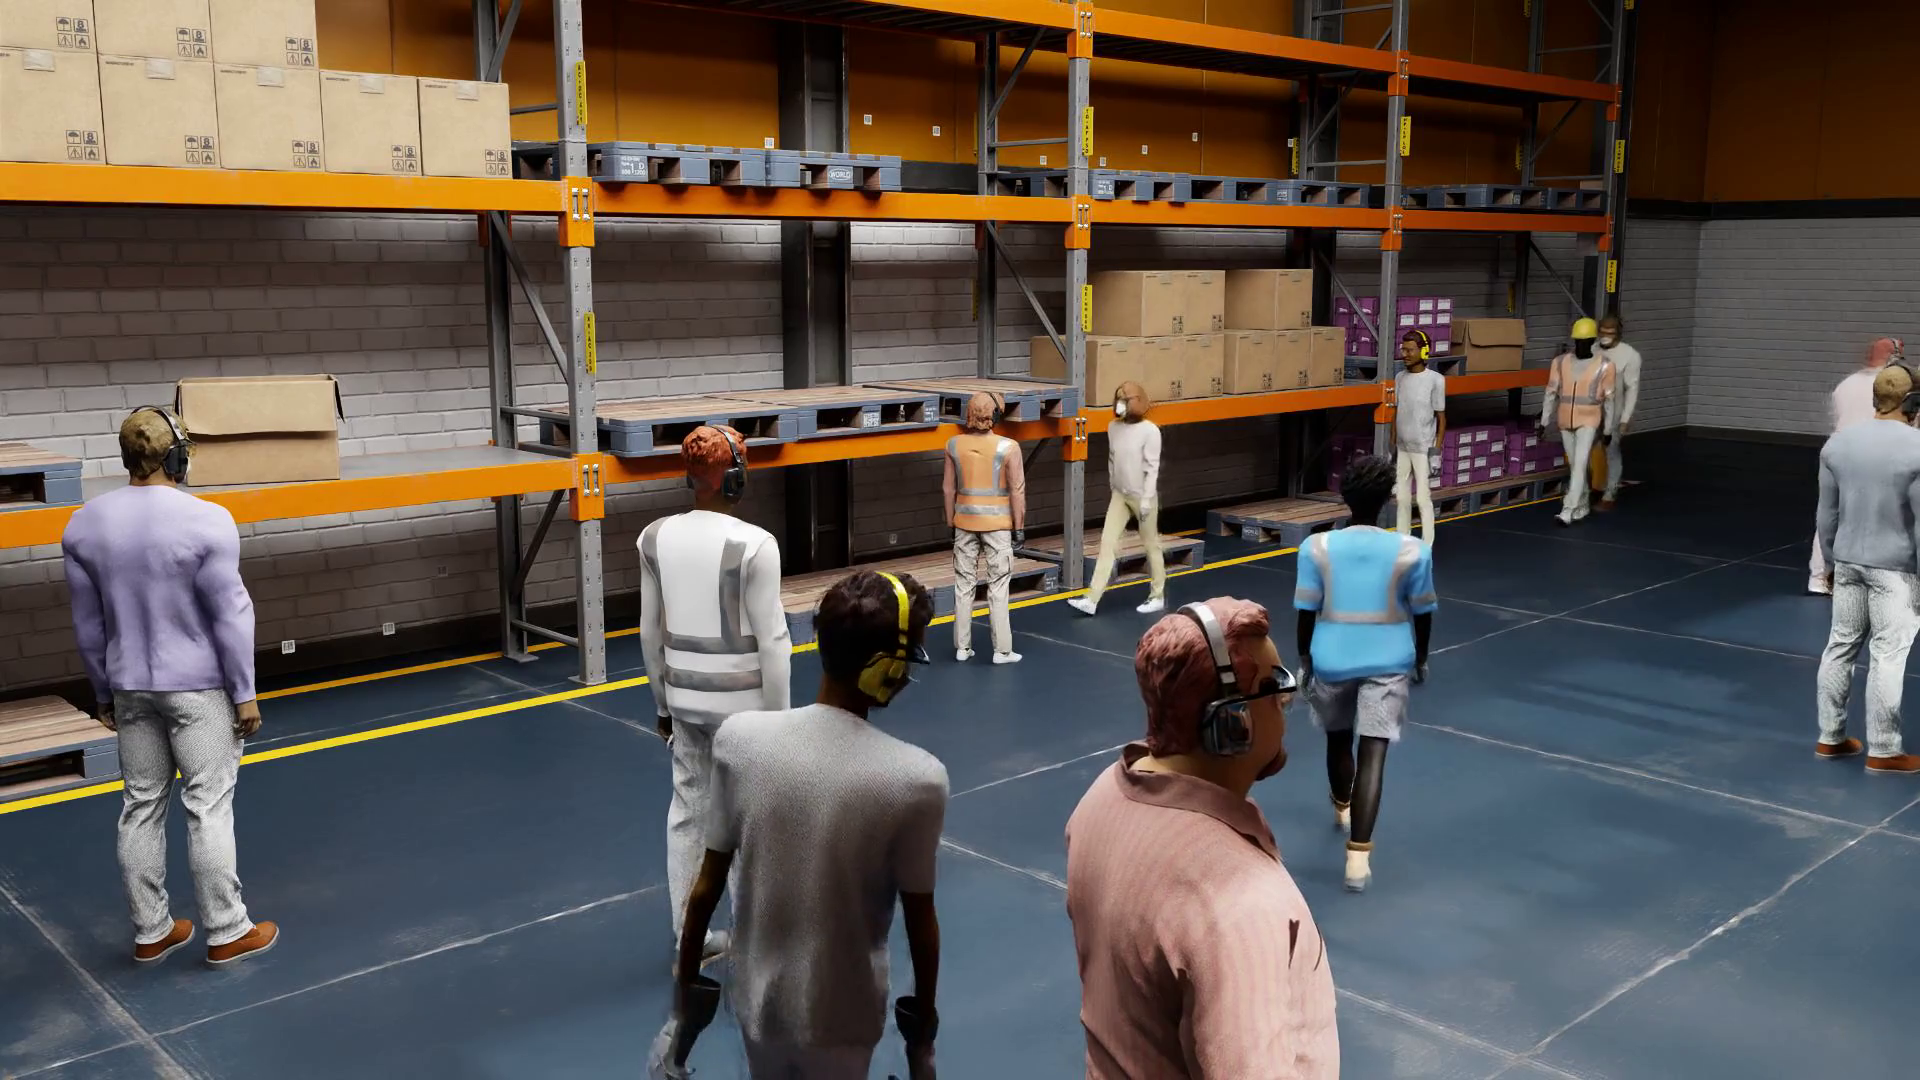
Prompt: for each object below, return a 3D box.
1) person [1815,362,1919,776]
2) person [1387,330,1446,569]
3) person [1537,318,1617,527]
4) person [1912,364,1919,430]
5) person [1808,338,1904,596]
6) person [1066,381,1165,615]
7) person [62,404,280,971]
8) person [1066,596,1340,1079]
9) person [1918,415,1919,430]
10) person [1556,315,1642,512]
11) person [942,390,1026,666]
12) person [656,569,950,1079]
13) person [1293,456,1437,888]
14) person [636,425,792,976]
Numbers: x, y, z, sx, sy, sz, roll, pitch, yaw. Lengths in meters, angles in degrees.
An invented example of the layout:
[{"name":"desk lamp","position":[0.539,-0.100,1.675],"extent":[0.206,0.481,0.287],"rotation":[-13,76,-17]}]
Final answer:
[{"name":"person","position":[4.331,0.136,7.837],"extent":[0.358,1.938,0.632],"rotation":[-4,11,-23]},{"name":"person","position":[3.503,-0.682,12.832],"extent":[0.323,1.870,0.518],"rotation":[-6,11,-31]},{"name":"person","position":[5.598,-1.068,15.092],"extent":[1.004,1.873,0.594],"rotation":[-10,14,-44]},{"name":"person","position":[8.150,-0.868,13.630],"extent":[0.565,1.969,0.642],"rotation":[-6,11,-32]},{"name":"person","position":[6.534,-0.511,11.880],"extent":[1.024,1.844,0.666],"rotation":[-3,10,-20]},{"name":"person","position":[1.100,-0.265,11.170],"extent":[0.830,1.586,0.525],"rotation":[-8,12,-39]},{"name":"person","position":[-2.676,0.509,5.654],"extent":[0.627,1.940,0.371],"rotation":[1,10,8]},{"name":"person","position":[0.398,1.033,2.669],"extent":[0.408,1.913,0.642],"rotation":[-3,10,-15]},{"name":"person","position":[7.345,-0.618,12.488],"extent":[0.968,1.870,0.653],"rotation":[1,10,4]},{"name":"person","position":[5.973,-1.155,15.563],"extent":[0.660,1.881,0.989],"rotation":[9,13,43]},{"name":"person","position":[0.144,-0.065,9.890],"extent":[0.522,1.640,0.306],"rotation":[4,11,23]},{"name":"person","position":[-0.291,0.952,3.365],"extent":[0.604,1.827,0.555],"rotation":[3,10,18]},{"name":"person","position":[1.612,0.483,6.645],"extent":[0.540,1.637,0.928],"rotation":[3,10,19]},{"name":"person","position":[-0.793,0.558,5.534],"extent":[0.573,1.883,0.356],"rotation":[5,11,29]}]
